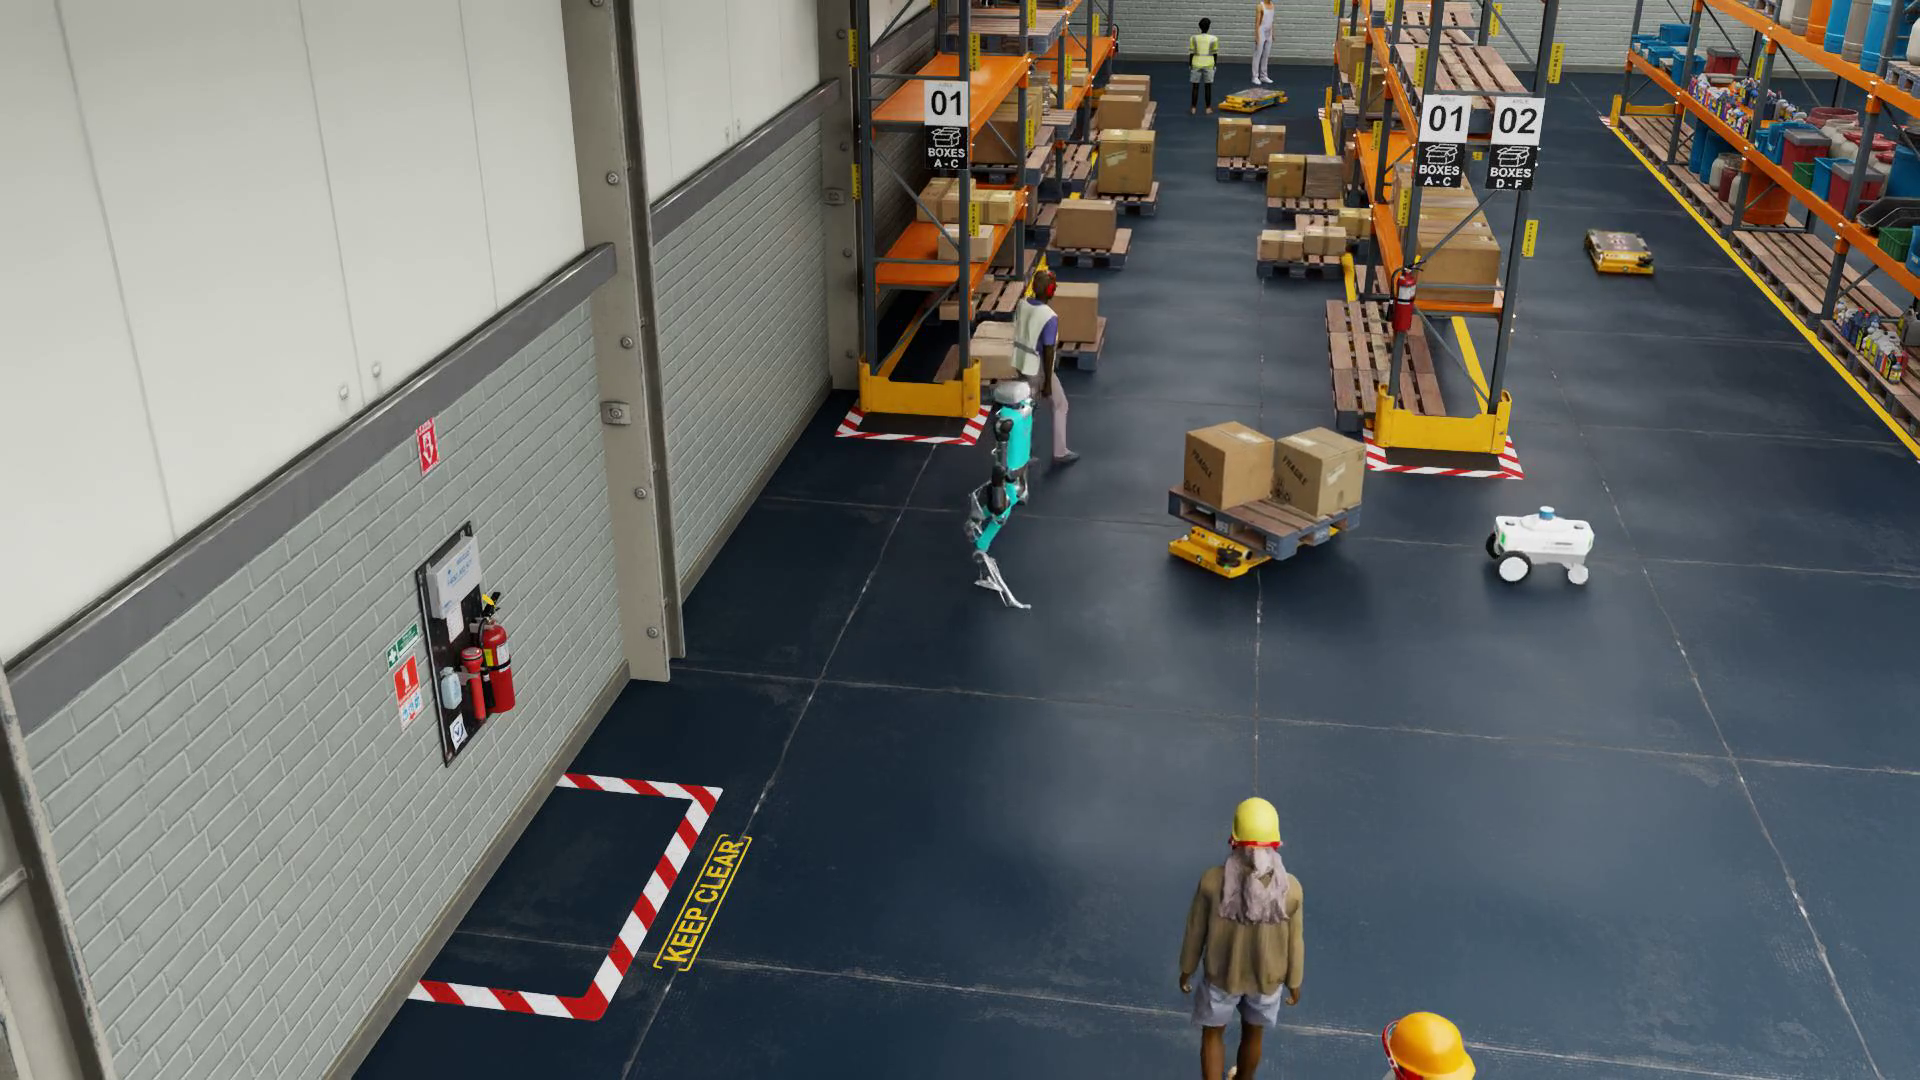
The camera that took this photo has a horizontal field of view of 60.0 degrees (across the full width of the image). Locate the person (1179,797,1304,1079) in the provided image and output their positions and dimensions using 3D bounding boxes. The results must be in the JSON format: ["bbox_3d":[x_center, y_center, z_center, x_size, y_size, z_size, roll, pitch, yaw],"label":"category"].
[{"bbox_3d":[1.257,1.958,7.421,0.554,1.746,0.620,4,25,8],"label":"person"}]

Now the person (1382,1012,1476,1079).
[{"bbox_3d":[1.604,2.495,6.113,0.380,1.890,0.563,20,32,36],"label":"person"}]

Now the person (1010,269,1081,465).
[{"bbox_3d":[0.781,-1.523,14.805,0.767,1.807,0.554,-17,30,-31],"label":"person"}]

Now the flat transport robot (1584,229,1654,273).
[{"bbox_3d":[8.407,-3.686,21.247,0.659,0.231,1.431,5,26,11],"label":"flat transport robot"}]

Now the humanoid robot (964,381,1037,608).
[{"bbox_3d":[0.214,-0.353,12.411,0.762,1.798,0.542,12,28,24],"label":"humanoid robot"}]

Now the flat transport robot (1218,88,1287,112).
[{"bbox_3d":[5.434,-8.147,30.795,0.659,0.231,1.431,19,31,34],"label":"flat transport robot"}]

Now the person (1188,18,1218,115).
[{"bbox_3d":[4.357,-8.494,29.854,0.532,1.692,0.319,5,25,10],"label":"person"}]

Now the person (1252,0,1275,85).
[{"bbox_3d":[6.011,-9.944,32.757,0.508,1.864,0.369,-18,30,-33],"label":"person"}]

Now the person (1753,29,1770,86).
[{"bbox_3d":[15.778,-9.796,32.565,0.319,1.761,0.521,-19,31,-35],"label":"person"}]

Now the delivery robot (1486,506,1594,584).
[{"bbox_3d":[4.505,0.032,12.960,0.783,0.601,0.499,3,25,7],"label":"delivery robot"}]

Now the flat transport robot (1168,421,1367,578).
[{"bbox_3d":[2.424,-0.068,13.504,1.431,0.231,0.659,-20,31,-36],"label":"flat transport robot"}]
